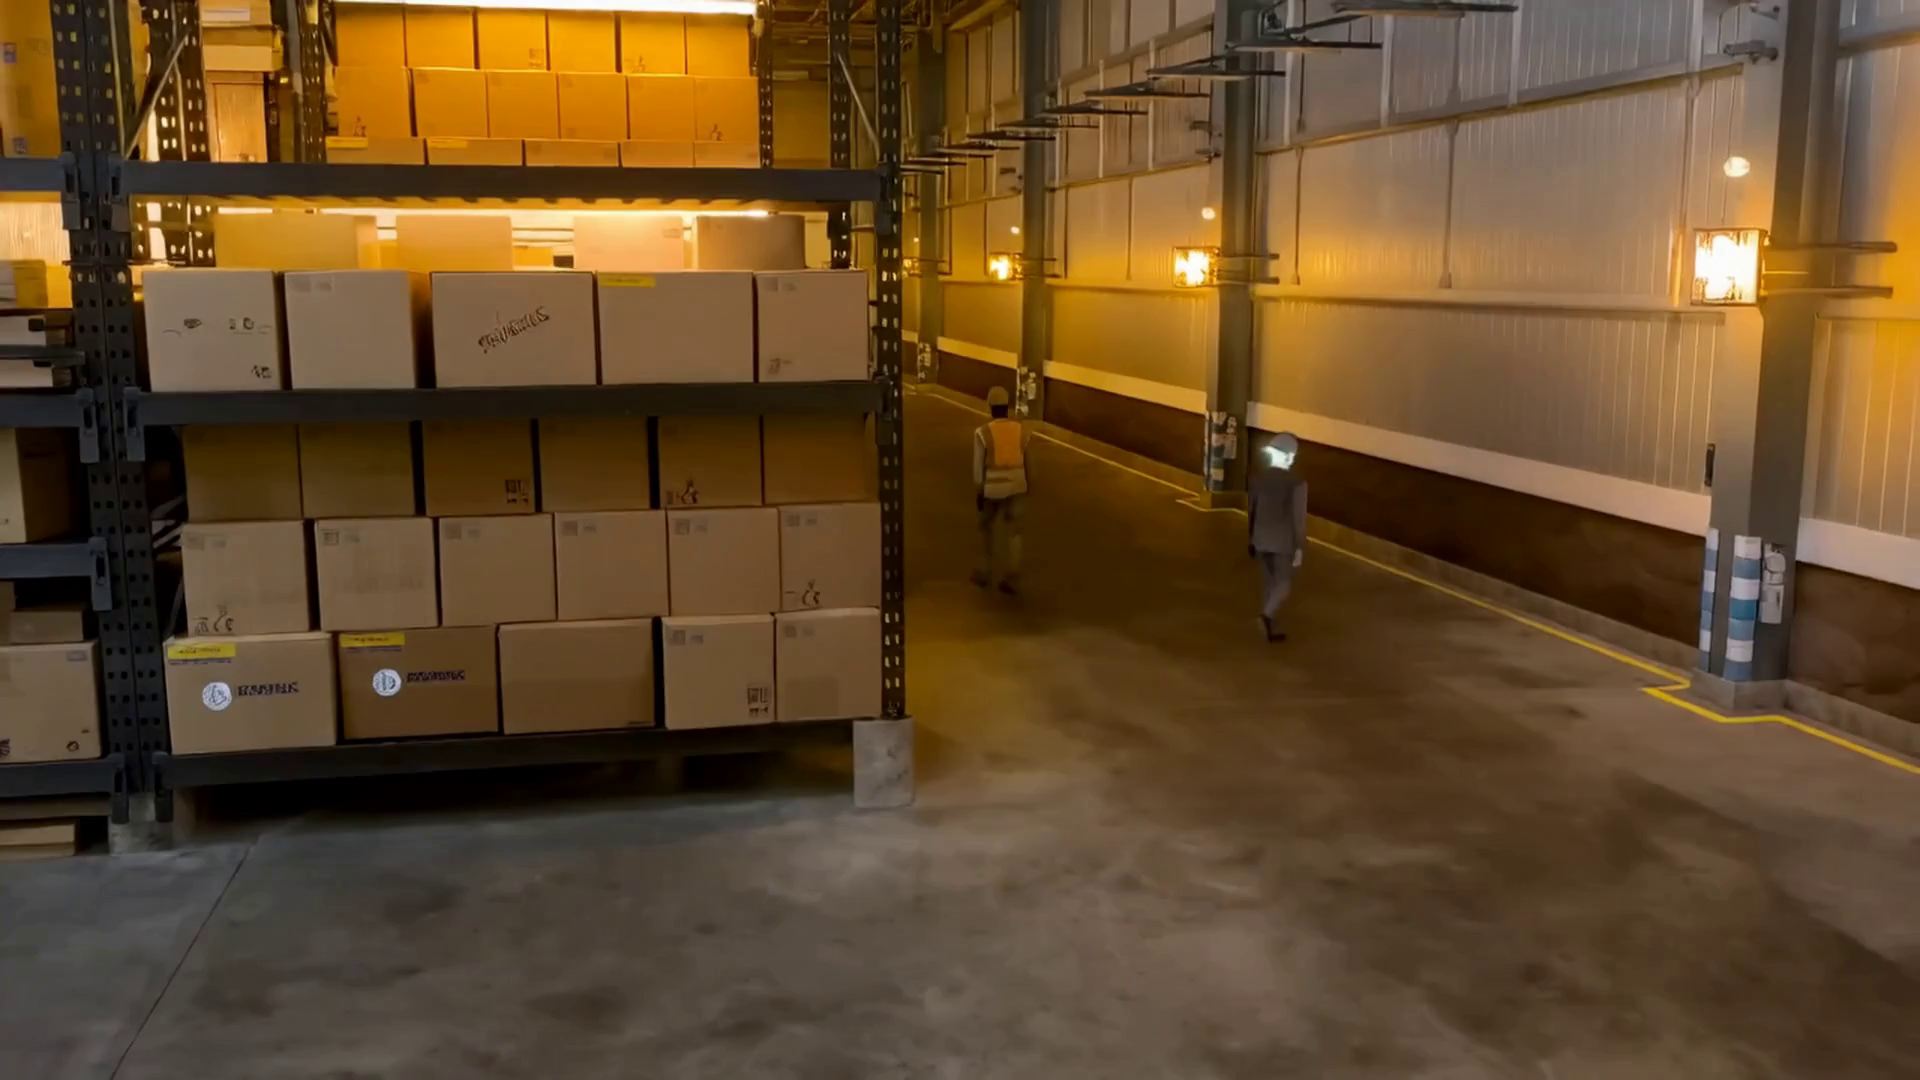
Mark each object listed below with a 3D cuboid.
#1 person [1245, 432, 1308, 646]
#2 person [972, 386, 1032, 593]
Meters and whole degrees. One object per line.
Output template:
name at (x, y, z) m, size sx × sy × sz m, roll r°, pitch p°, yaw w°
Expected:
person at (2.502, 0.004, 13.268) m, size 0.570 × 1.736 × 0.582 m, roll 9°, pitch 13°, yaw 43°
person at (0.373, -0.488, 15.671) m, size 0.623 × 1.919 × 0.760 m, roll -3°, pitch 10°, yaw -16°
